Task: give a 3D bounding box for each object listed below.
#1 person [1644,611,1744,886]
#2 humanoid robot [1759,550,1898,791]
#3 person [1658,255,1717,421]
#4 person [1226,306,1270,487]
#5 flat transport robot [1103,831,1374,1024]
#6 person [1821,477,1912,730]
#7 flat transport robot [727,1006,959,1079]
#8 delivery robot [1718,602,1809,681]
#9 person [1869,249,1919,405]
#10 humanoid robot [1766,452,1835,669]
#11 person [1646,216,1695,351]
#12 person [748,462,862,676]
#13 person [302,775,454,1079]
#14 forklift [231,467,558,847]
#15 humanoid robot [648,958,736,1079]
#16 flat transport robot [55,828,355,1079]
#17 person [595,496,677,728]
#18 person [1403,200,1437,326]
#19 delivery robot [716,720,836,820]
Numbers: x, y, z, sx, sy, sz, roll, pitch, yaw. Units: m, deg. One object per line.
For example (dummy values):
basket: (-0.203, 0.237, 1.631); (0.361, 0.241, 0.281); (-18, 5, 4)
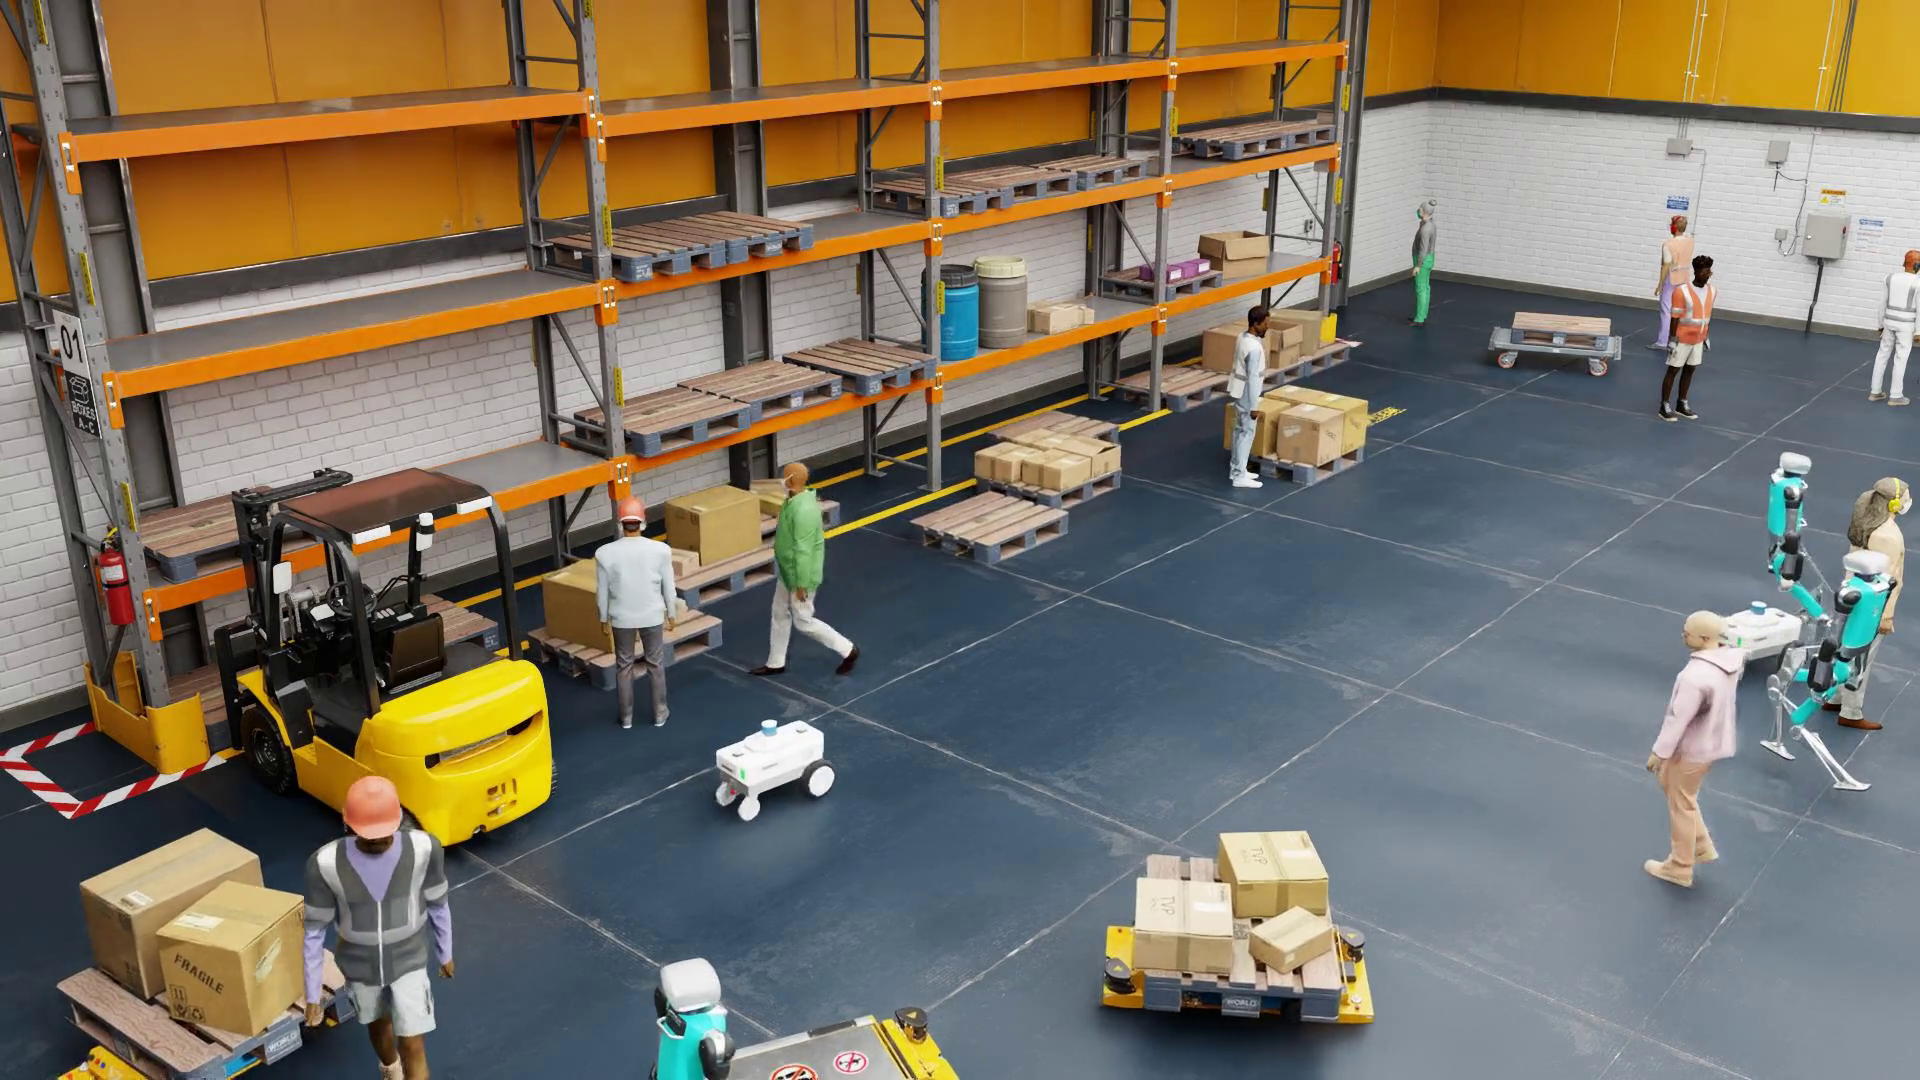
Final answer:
person: (4.409, 1.253, 9.994); (0.468, 1.762, 0.558); (17, 26, 38)
humanoid robot: (5.756, 0.831, 11.191); (0.538, 1.731, 1.030); (-12, 23, -30)
person: (8.579, -2.380, 19.552); (0.606, 1.965, 0.372); (-7, 22, -19)
person: (2.978, -1.481, 17.206); (0.410, 1.907, 0.596); (-1, 20, -3)
flat transport robot: (1.520, 2.353, 9.175); (1.431, 0.231, 0.659); (2, 20, 7)
person: (6.547, 0.449, 12.020); (0.414, 1.877, 0.553); (1, 20, 3)
flat transport robot: (-0.740, 2.718, 8.187); (1.431, 0.231, 0.659); (-9, 22, -22)
delivery robot: (6.229, 0.764, 13.037); (0.747, 0.572, 0.499); (-9, 22, -23)
person: (11.435, -2.588, 20.229); (0.355, 1.887, 0.573); (-10, 23, -26)
humanoid robot: (6.589, 0.208, 12.929); (0.756, 1.802, 0.560); (4, 21, 11)
person: (9.760, -3.503, 22.765); (0.562, 1.846, 0.393); (-11, 23, -28)
person: (-1.214, 0.243, 12.756); (0.810, 1.746, 0.559); (-5, 21, -12)
person: (-2.680, 1.989, 7.689); (0.685, 1.978, 1.051); (-6, 21, -15)
forklift: (-3.730, 0.710, 10.856); (2.313, 2.155, 1.214); (17, 26, 38)
humanoid robot: (-1.278, 2.555, 6.553); (0.835, 1.778, 0.546); (-13, 24, -31)
flat transport robot: (-3.845, 2.552, 8.635); (0.659, 0.231, 1.431); (14, 24, 33)
person: (-2.328, 0.523, 12.008); (0.571, 1.740, 0.352); (-4, 21, -11)
person: (6.737, -4.046, 24.250); (0.340, 1.839, 0.513); (10, 23, 26)
delivery robot: (-1.246, 1.494, 11.112); (0.813, 0.609, 0.499); (-17, 26, -39)
